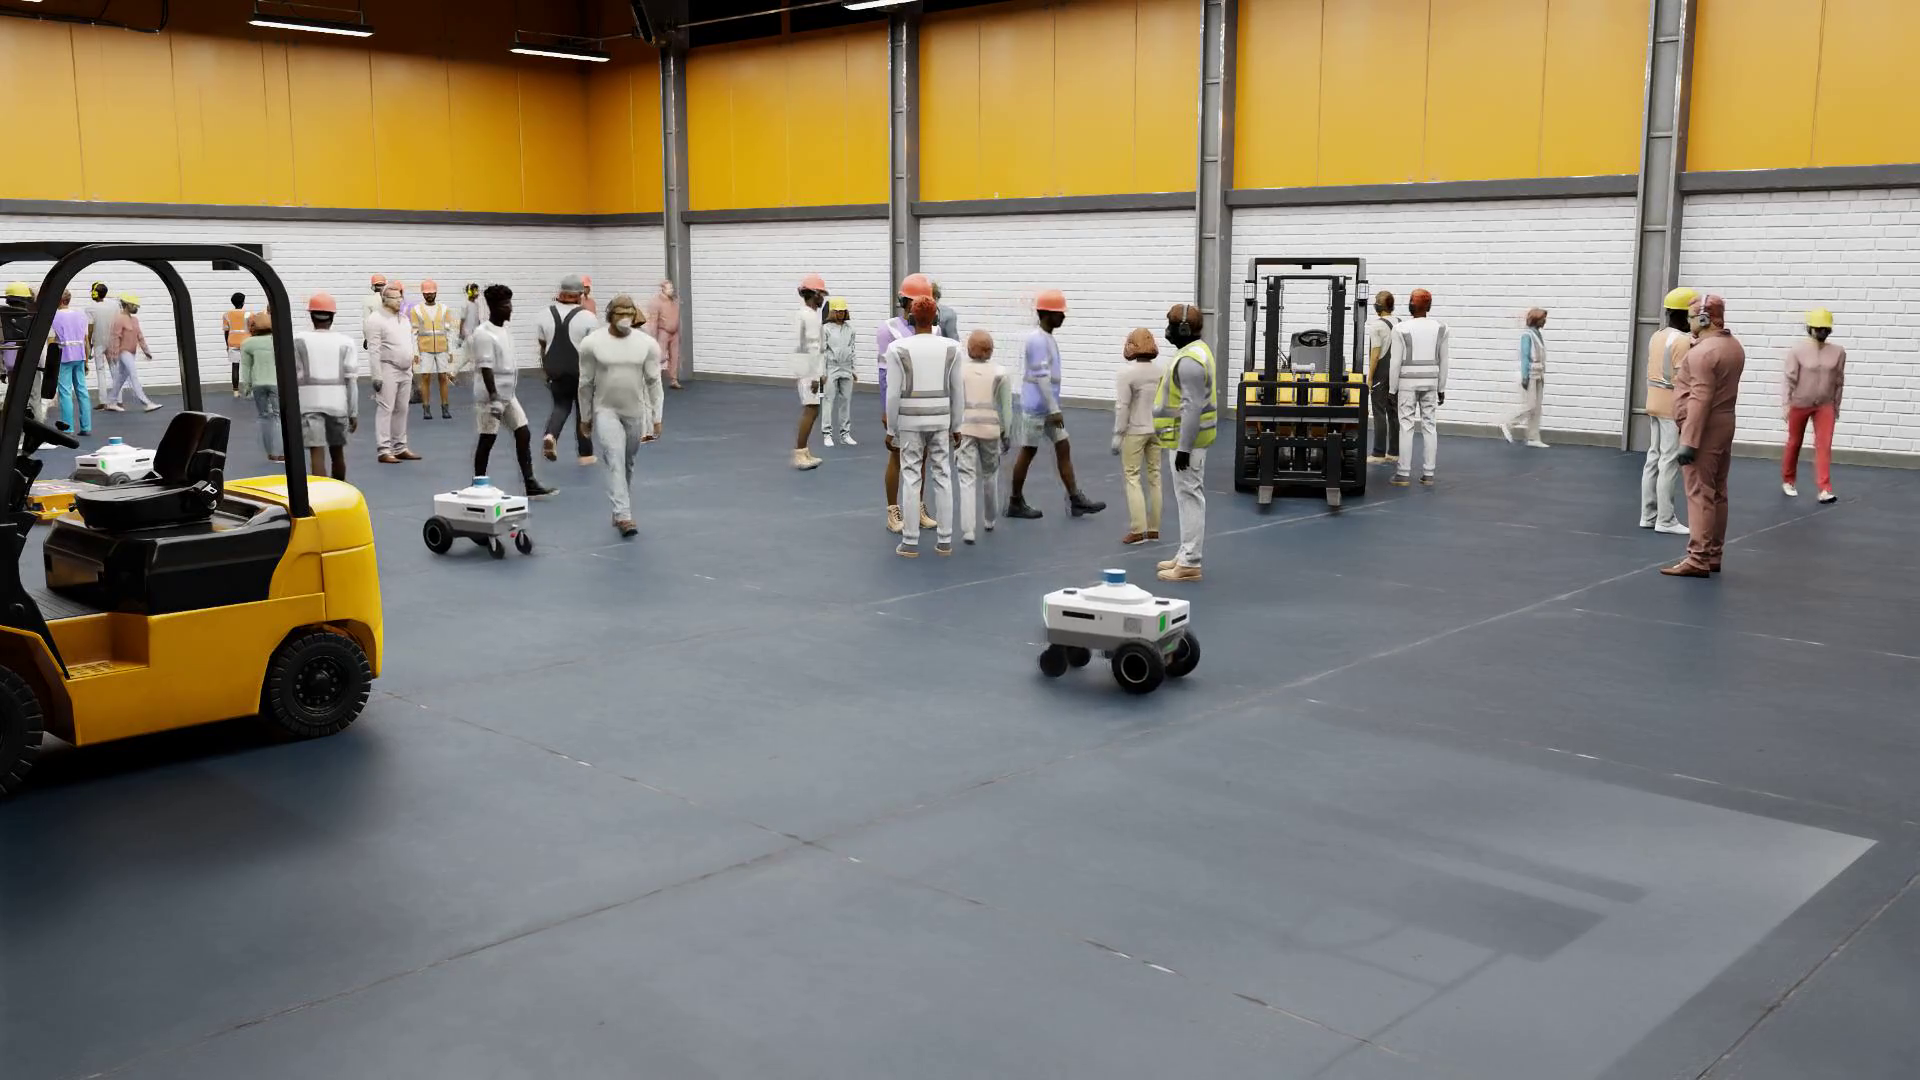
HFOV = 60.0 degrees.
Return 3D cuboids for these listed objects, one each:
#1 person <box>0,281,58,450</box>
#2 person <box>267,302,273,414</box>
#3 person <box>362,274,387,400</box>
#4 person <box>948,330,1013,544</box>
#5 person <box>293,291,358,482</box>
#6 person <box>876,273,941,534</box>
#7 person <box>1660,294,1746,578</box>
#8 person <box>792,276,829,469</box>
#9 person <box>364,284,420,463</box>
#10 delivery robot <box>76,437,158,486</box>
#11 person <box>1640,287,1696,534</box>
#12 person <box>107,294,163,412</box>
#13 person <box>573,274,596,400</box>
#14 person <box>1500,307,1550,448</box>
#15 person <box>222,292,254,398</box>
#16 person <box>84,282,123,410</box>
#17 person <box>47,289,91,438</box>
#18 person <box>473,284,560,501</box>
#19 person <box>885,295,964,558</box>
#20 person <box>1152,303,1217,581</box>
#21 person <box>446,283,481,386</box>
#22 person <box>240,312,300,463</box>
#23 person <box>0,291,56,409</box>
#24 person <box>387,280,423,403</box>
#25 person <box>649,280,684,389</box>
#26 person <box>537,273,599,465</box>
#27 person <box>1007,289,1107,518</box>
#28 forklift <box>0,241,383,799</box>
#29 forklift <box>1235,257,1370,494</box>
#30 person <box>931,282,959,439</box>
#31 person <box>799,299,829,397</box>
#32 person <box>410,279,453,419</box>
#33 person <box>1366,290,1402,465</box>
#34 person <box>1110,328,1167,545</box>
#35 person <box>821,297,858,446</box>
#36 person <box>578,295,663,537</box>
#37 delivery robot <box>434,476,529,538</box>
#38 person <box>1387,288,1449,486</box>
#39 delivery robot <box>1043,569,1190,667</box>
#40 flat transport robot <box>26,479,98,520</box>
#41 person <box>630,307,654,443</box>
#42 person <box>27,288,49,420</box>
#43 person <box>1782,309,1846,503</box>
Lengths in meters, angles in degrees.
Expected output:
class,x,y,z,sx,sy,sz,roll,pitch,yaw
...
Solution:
class,x,y,z,sx,sy,sz,roll,pitch,yaw
person,-10.691,-1.979,18.987,0.585,1.928,0.378,0,9,2
person,-9.693,-2.594,23.640,0.514,1.642,0.310,8,12,41
person,-9.156,-3.210,26.334,0.622,1.992,0.393,-8,12,-41
person,0.127,-0.802,12.790,0.526,1.597,0.859,0,9,-2
person,-5.236,-1.098,13.723,0.548,1.899,0.952,-5,10,-26
person,-0.363,-1.067,13.078,0.605,2.035,0.385,-8,12,-40
person,4.997,-0.699,11.217,0.403,1.906,0.638,9,13,43
person,-1.567,-1.740,17.350,0.527,2.005,0.785,-3,10,-19
person,-6.063,-1.780,17.840,0.403,1.906,0.651,3,10,18
delivery robot,-7.576,-0.683,14.955,0.477,0.478,0.707,2,10,15
person,5.589,-1.011,13.060,0.366,1.927,0.585,0,9,-2
person,-12.028,-2.697,24.087,0.916,1.700,0.531,0,9,-1
person,-5.929,-3.191,26.237,0.396,1.992,0.624,5,11,29
person,6.594,-1.874,19.239,0.465,1.624,0.538,8,12,39
person,-11.525,-3.117,26.675,0.529,1.697,0.321,0,9,-3
person,-12.612,-2.849,24.488,0.317,1.876,0.531,7,11,35
person,-10.940,-2.171,20.416,0.389,1.847,0.565,5,10,26
person,-3.948,-1.275,14.650,0.857,1.930,0.623,2,9,10
person,-0.257,-0.811,11.965,0.584,1.882,0.345,-3,10,-17
person,1.493,-0.647,11.087,0.430,1.845,0.622,2,9,11
person,-8.655,-3.596,29.213,0.908,1.835,0.534,1,9,7
person,-7.394,-1.636,17.883,0.581,1.610,0.473,-1,9,-6
person,-13.944,-2.828,24.612,0.956,1.790,0.659,-7,12,-37
person,-8.576,-3.011,25.410,0.570,1.894,0.852,5,11,29
person,-5.120,-3.547,28.747,0.644,1.890,0.657,7,11,36
person,-4.084,-1.788,17.474,0.688,2.000,0.679,2,9,13
person,0.799,-1.102,13.688,0.922,1.894,0.549,3,10,16
forklift,-3.706,-0.171,7.093,1.214,2.155,2.313,9,13,43
forklift,3.309,-1.629,16.029,1.214,2.155,2.313,2,9,11
person,-0.336,-2.165,20.201,0.682,1.915,0.492,3,10,18
person,-2.347,-3.272,26.960,0.589,1.915,0.399,6,11,33
person,-7.278,-2.628,22.963,0.540,1.932,0.383,-5,10,-26
person,4.503,-1.717,17.641,0.513,1.842,0.325,-6,11,-34
person,1.386,-0.771,12.547,0.524,1.640,0.405,-6,11,-33
person,-1.416,-1.969,19.495,0.493,1.743,0.297,-6,11,-33
person,-2.661,-0.983,13.073,0.639,1.874,1.070,-4,10,-21
delivery robot,-3.486,-0.220,12.119,0.707,0.478,0.477,5,11,31
person,4.373,-1.454,15.907,0.582,1.884,0.351,-1,9,-6
delivery robot,0.780,0.391,8.371,0.707,0.478,0.477,6,11,31
flat transport robot,-7.721,-0.357,14.110,1.431,0.197,0.652,8,12,41
person,-3.850,-1.969,19.862,0.283,1.626,0.502,2,9,12
person,-12.673,-2.522,22.631,0.660,1.821,0.659,-2,9,-10
person,7.616,-1.201,14.863,0.547,1.712,0.928,1,9,8
